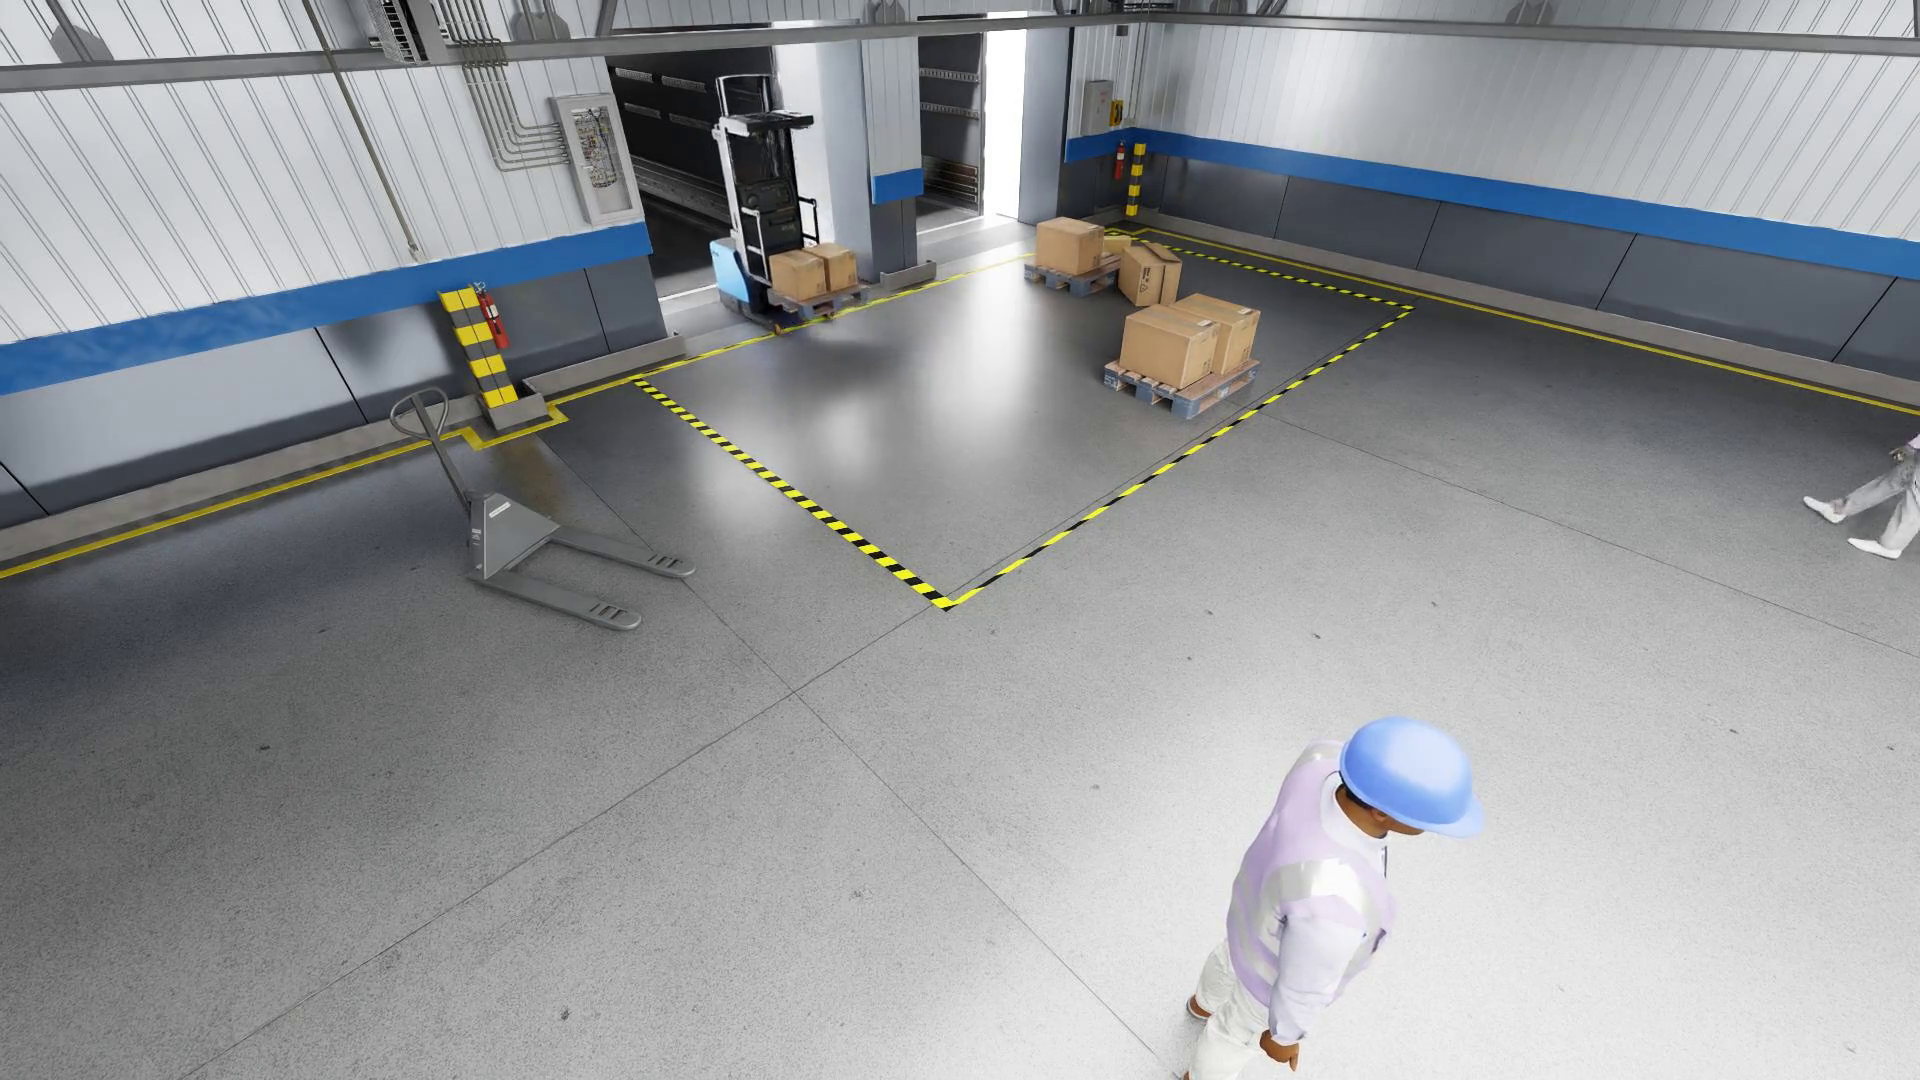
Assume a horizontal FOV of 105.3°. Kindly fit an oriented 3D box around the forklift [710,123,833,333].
[{"bbox_3d":[-2.374,-3.626,8.310,0.716,2.013,0.776,-31,47,-33],"label":"forklift"}]

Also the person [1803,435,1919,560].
[{"bbox_3d":[6.347,-0.667,4.812,0.543,1.617,0.632,-15,40,-18],"label":"person"}]

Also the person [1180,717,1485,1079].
[{"bbox_3d":[0.977,1.179,2.168,0.391,1.945,0.616,14,40,17],"label":"person"}]

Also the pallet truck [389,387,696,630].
[{"bbox_3d":[-2.613,-0.247,4.593,1.601,1.201,0.680,14,40,17],"label":"pallet truck"}]
